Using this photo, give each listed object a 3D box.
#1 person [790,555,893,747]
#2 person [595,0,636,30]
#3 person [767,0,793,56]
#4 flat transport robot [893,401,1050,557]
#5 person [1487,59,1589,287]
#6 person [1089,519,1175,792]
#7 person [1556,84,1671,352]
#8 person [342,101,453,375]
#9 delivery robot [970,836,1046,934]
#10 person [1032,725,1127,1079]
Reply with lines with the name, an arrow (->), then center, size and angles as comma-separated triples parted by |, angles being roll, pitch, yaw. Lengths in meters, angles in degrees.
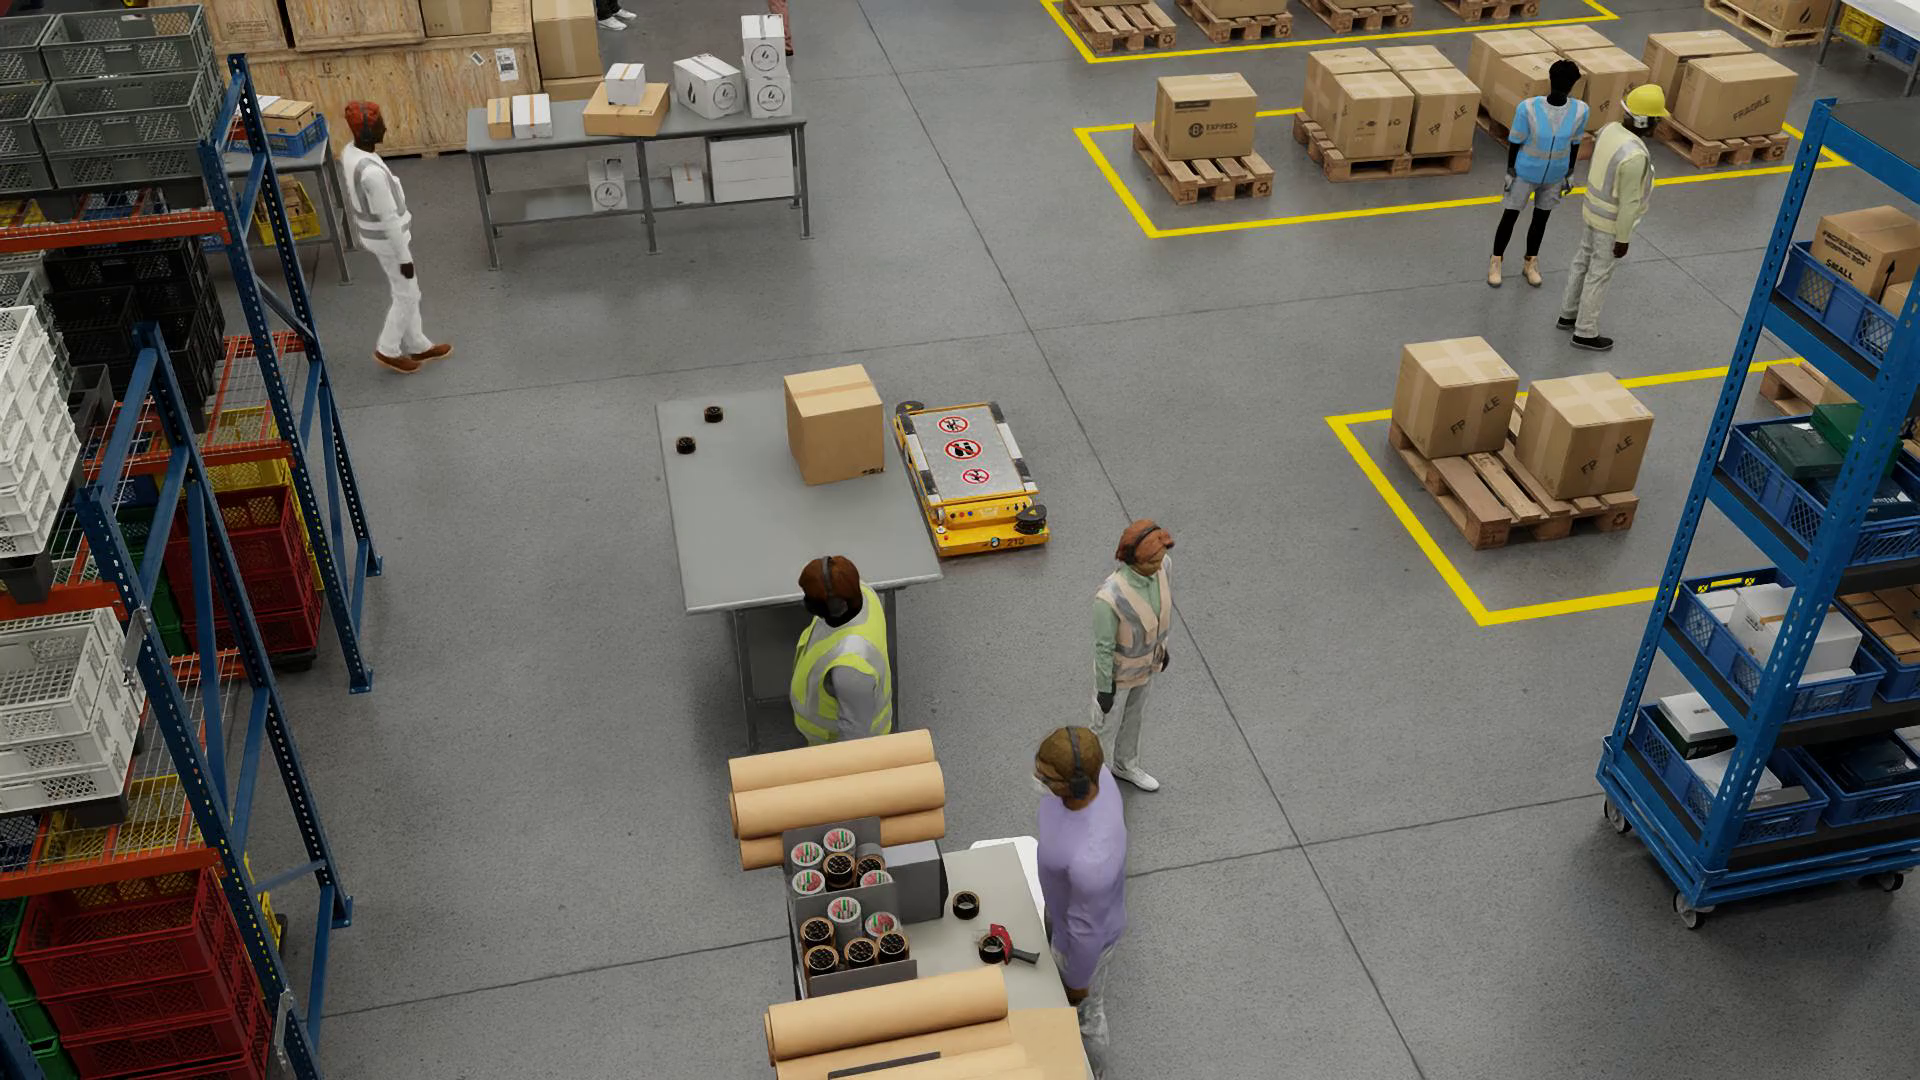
person -> -0.501, 0.811, 7.139 | 0.429, 1.838, 0.622 | -2, 37, -3
person -> -3.483, -5.968, 16.189 | 0.370, 1.912, 0.585 | 5, 37, 6
person -> -1.795, -5.504, 15.580 | 0.401, 1.900, 0.651 | -7, 37, -9
flat transport robot -> 0.046, -0.430, 10.108 | 0.652, 0.197, 1.431 | -8, 37, -10
person -> 4.123, -2.606, 11.850 | 0.531, 1.692, 0.322 | 0, 37, 0
person -> 0.775, 0.583, 7.607 | 0.310, 1.640, 0.514 | 26, 44, 31
person -> 4.373, -2.163, 11.142 | 0.403, 1.827, 0.600 | -1, 37, -2
person -> -3.720, -1.937, 10.798 | 0.537, 1.880, 0.588 | -19, 41, -24
delivery robot -> 0.235, 1.591, 7.081 | 0.477, 0.478, 0.707 | -5, 37, -6
person -> 0.436, 1.424, 6.239 | 0.369, 1.931, 0.628 | 0, 37, 0
